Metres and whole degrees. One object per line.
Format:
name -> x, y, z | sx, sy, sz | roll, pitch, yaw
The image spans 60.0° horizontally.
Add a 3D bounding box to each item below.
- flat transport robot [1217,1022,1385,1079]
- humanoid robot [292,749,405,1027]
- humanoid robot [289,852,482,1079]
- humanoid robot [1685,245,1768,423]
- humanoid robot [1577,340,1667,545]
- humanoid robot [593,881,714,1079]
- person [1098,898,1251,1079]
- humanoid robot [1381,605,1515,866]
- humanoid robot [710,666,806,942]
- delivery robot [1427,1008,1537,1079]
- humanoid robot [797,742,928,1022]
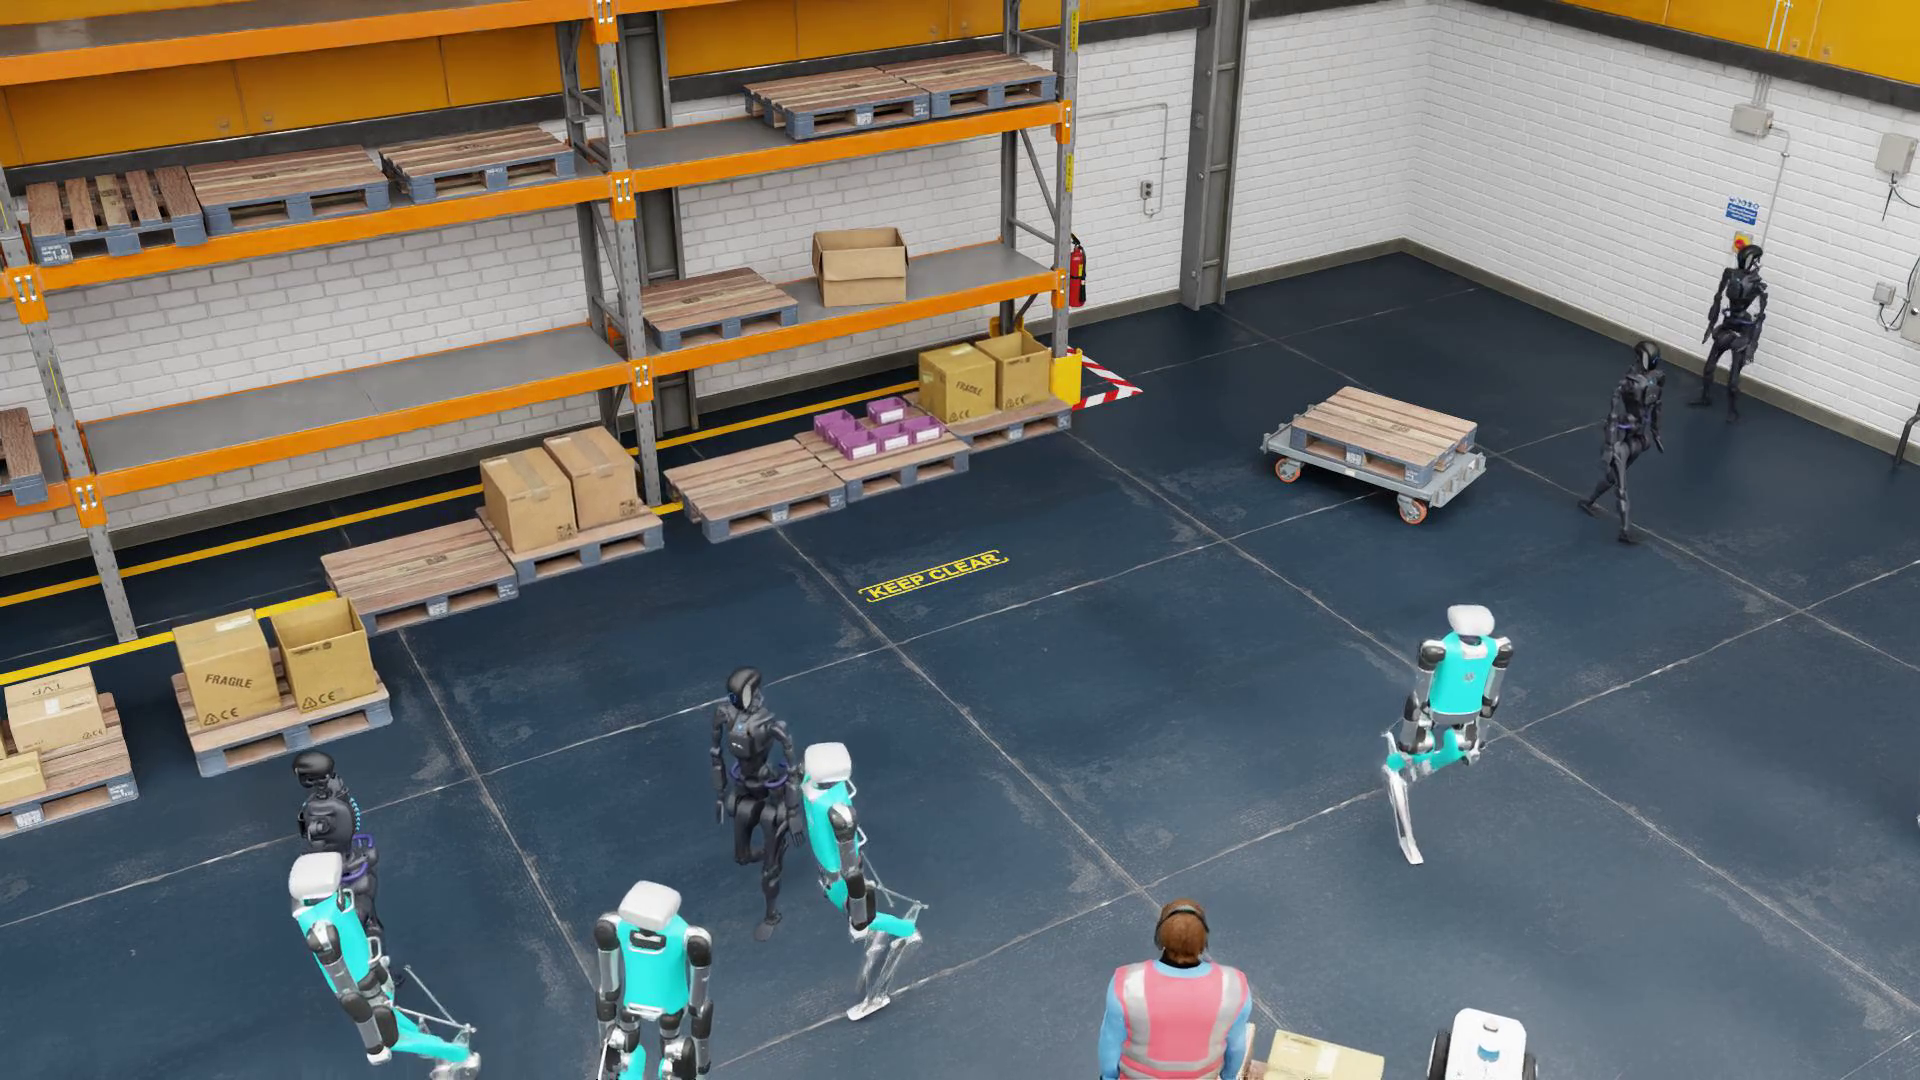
flat transport robot -> 1.309, 3.006, 7.653 | 0.659, 0.231, 1.431 | 10, 31, 18
humanoid robot -> -3.116, 1.750, 8.435 | 0.315, 1.654, 0.599 | -4, 30, -7
humanoid robot -> -2.545, 2.180, 7.711 | 0.772, 1.879, 0.530 | -10, 31, -17
humanoid robot -> 6.920, -1.862, 14.850 | 0.372, 1.640, 0.611 | -13, 32, -22
humanoid robot -> 5.260, -0.801, 13.011 | 0.596, 1.630, 0.787 | -14, 32, -24
humanoid robot -> -1.378, 2.359, 7.290 | 0.557, 1.743, 0.934 | 5, 30, 9
person -> 0.912, 2.321, 7.277 | 0.637, 1.836, 0.430 | -1, 29, -1
humanoid robot -> 2.722, 1.069, 9.687 | 0.553, 1.876, 0.804 | -4, 30, -7
humanoid robot -> -1.056, 1.385, 9.104 | 0.597, 1.641, 0.578 | 13, 32, 21
delivery robot -> 2.514, 2.628, 8.019 | 0.499, 0.582, 0.773 | 10, 31, 18
humanoid robot -> -0.437, 1.778, 8.434 | 0.682, 1.878, 0.532 | -14, 32, -23
